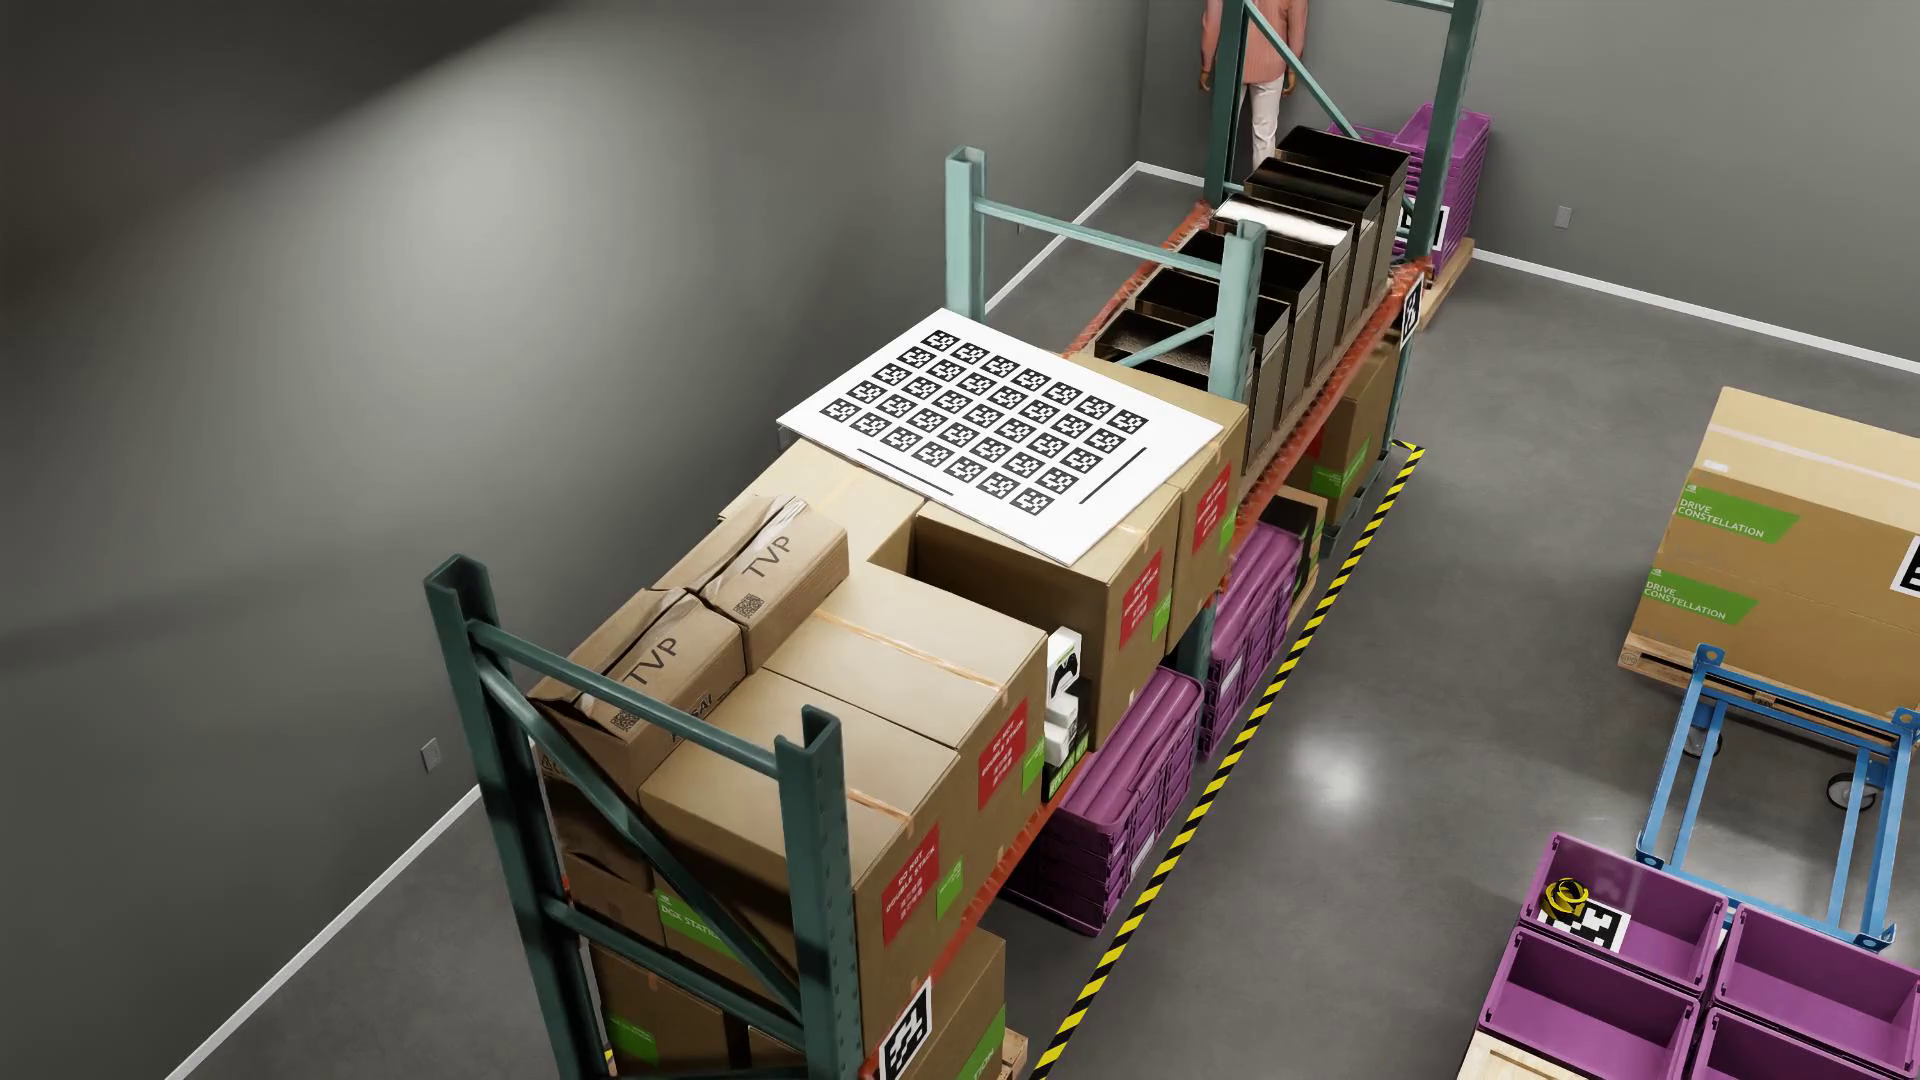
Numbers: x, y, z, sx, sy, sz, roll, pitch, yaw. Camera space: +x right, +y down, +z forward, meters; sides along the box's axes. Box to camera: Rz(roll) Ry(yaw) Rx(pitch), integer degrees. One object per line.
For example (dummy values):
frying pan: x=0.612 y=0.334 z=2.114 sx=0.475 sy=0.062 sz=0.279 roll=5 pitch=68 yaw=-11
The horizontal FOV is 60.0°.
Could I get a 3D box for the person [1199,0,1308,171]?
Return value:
person: x=1.731 y=-2.836 z=9.933 sx=0.608 sy=1.996 sz=0.381 roll=5 pitch=40 yaw=5
